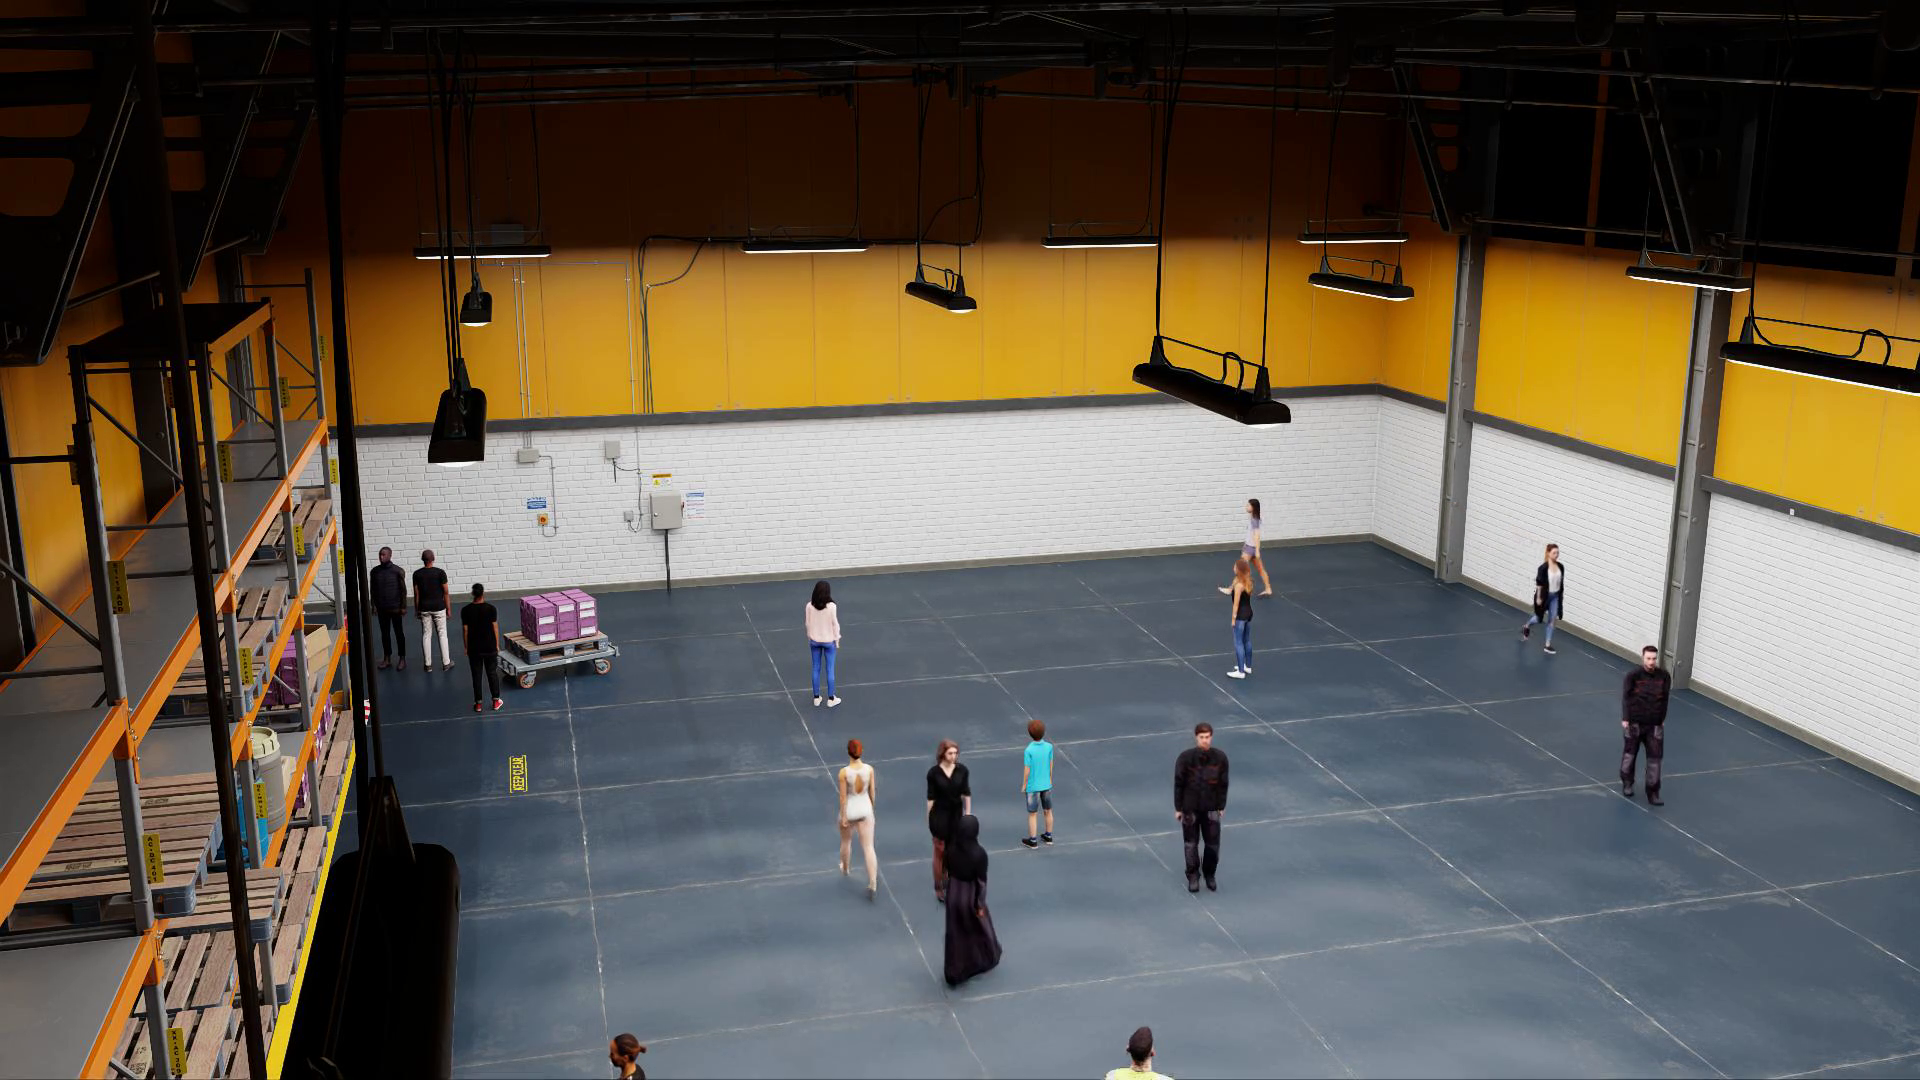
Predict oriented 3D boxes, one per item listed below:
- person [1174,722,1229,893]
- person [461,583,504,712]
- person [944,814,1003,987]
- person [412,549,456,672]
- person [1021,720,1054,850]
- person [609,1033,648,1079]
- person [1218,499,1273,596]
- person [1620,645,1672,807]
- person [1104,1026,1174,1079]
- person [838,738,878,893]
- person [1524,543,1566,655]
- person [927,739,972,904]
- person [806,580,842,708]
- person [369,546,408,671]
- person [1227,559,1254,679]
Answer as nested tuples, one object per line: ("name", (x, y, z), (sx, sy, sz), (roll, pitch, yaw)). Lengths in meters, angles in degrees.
("person", (2.464, 2.727, 17.140), (0.799, 1.825, 0.749), (1, 14, 2))
("person", (-6.489, 1.451, 22.564), (0.621, 1.754, 0.544), (-3, 14, -12))
("person", (0.005, 3.305, 15.216), (0.956, 1.608, 1.041), (6, 15, 24))
("person", (-7.698, 1.019, 24.242), (0.683, 1.804, 0.597), (-2, 14, -9))
("person", (0.865, 2.661, 18.215), (0.565, 1.448, 0.551), (-7, 15, -27))
("person", (-2.242, 4.175, 11.497), (0.654, 1.668, 0.473), (-2, 14, -10))
("person", (5.004, 0.171, 28.010), (0.899, 1.678, 1.146), (1, 14, 2))
("person", (8.001, 2.123, 19.515), (0.949, 1.882, 1.126), (2, 14, 9))
("person", (1.214, 4.169, 11.193), (1.092, 1.822, 1.233), (5, 14, 19))
("person", (-1.019, 2.858, 17.072), (0.566, 1.603, 1.068), (-4, 14, -16))
("person", (8.858, 0.859, 25.192), (0.639, 1.667, 0.954), (-3, 14, -13))
("person", (-0.143, 2.820, 17.061), (0.600, 1.683, 0.750), (-4, 14, -17))
("person", (-1.873, 1.405, 22.718), (0.723, 1.770, 0.731), (4, 14, 17))
("person", (-8.334, 0.985, 24.311), (0.770, 1.836, 0.704), (1, 14, 5))
("person", (4.079, 1.119, 24.007), (0.701, 1.718, 0.648), (8, 16, 31))
